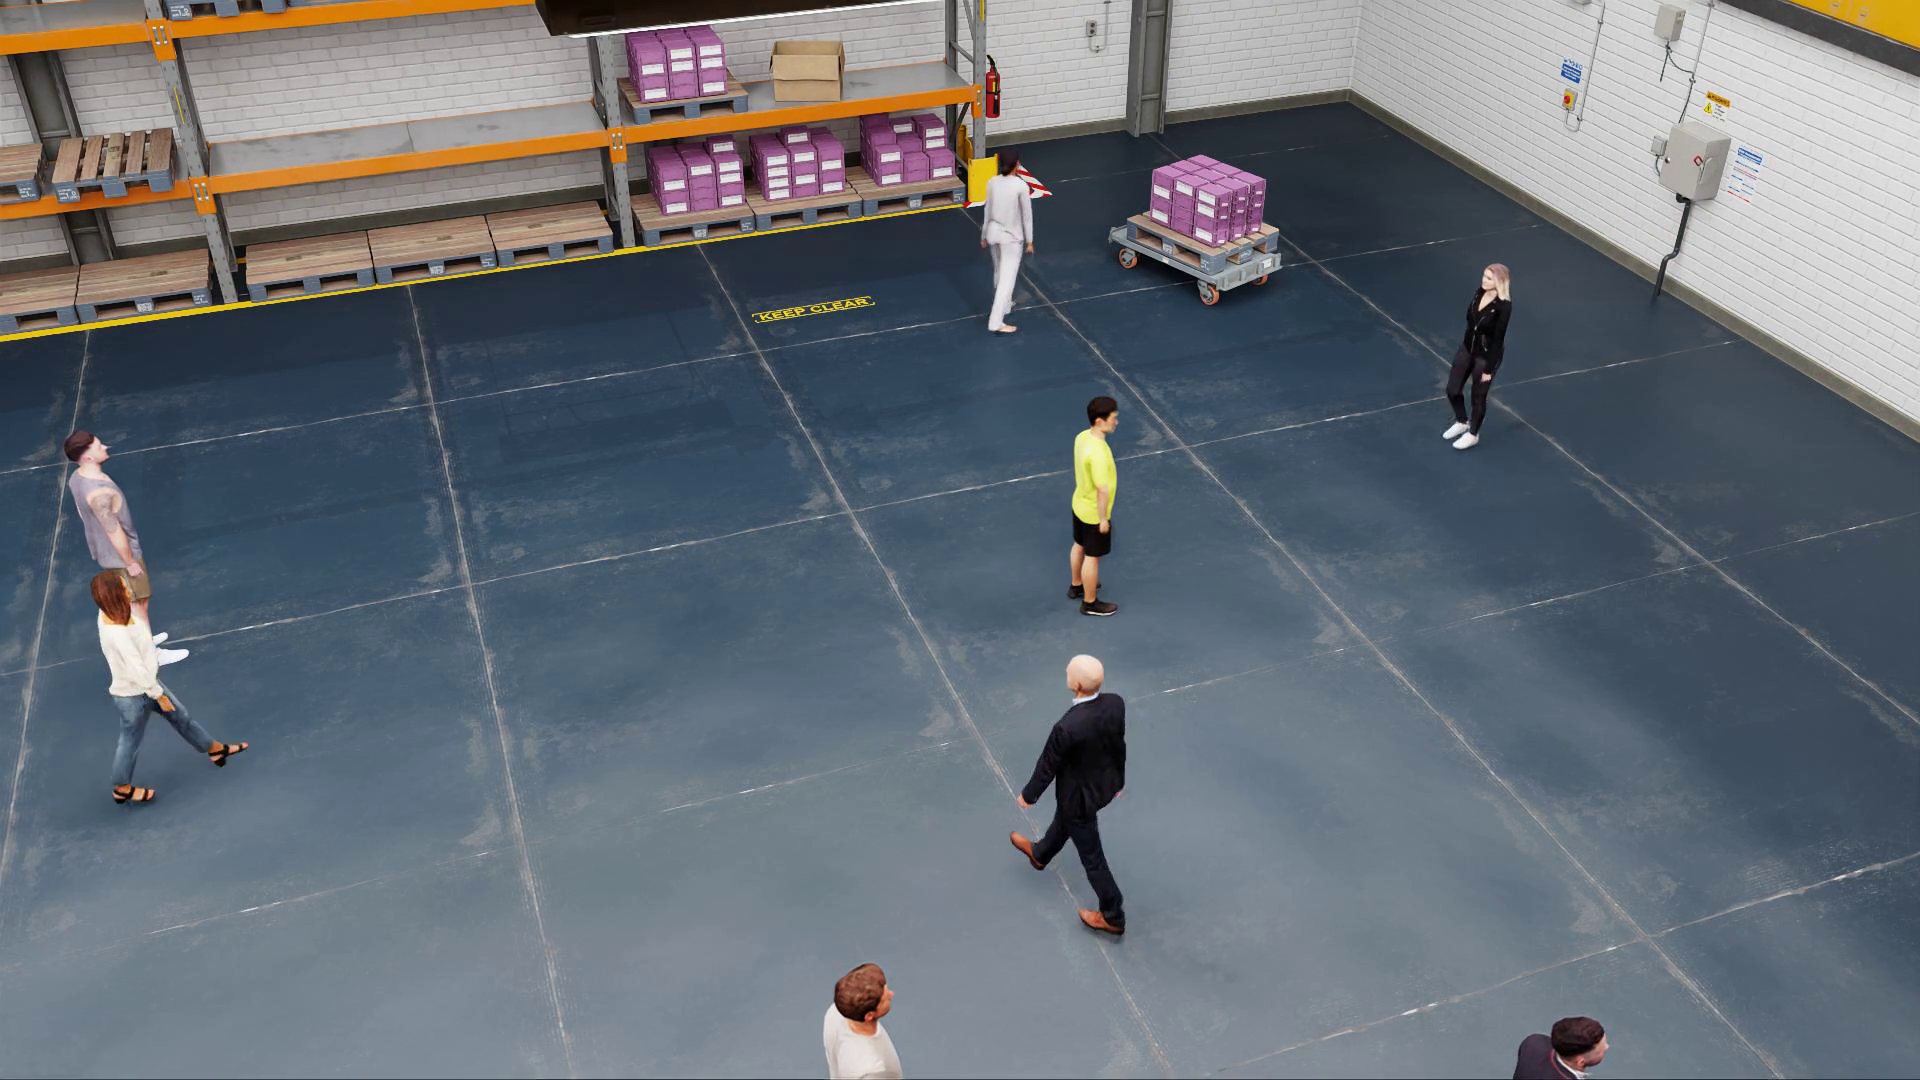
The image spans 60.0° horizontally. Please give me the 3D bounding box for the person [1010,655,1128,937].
[{"bbox_3d":[0.747,1.461,9.281,1.119,1.752,1.233,26,42,34],"label":"person"}]

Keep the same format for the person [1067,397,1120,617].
[{"bbox_3d":[0.941,-0.251,11.898,0.558,1.706,0.634,-8,35,-12],"label":"person"}]

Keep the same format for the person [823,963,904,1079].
[{"bbox_3d":[-0.413,2.600,7.431,0.597,1.902,0.669,-15,36,-21],"label":"person"}]

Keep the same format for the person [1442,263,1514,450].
[{"bbox_3d":[4.407,-1.530,13.849,0.606,1.676,0.648,-17,37,-24],"label":"person"}]

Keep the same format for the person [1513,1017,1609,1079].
[{"bbox_3d":[2.537,2.726,7.295,0.641,1.844,0.703,-4,34,-5],"label":"person"}]

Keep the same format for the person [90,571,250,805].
[{"bbox_3d":[-5.116,0.942,10.160,1.076,1.643,0.712,-15,37,-22],"label":"person"}]

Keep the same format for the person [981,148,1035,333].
[{"bbox_3d":[0.411,-2.823,15.769,0.913,1.705,1.023,26,42,34],"label":"person"}]

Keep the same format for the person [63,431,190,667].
[{"bbox_3d":[-5.755,0.062,11.363,0.716,1.847,0.727,28,43,35],"label":"person"}]
